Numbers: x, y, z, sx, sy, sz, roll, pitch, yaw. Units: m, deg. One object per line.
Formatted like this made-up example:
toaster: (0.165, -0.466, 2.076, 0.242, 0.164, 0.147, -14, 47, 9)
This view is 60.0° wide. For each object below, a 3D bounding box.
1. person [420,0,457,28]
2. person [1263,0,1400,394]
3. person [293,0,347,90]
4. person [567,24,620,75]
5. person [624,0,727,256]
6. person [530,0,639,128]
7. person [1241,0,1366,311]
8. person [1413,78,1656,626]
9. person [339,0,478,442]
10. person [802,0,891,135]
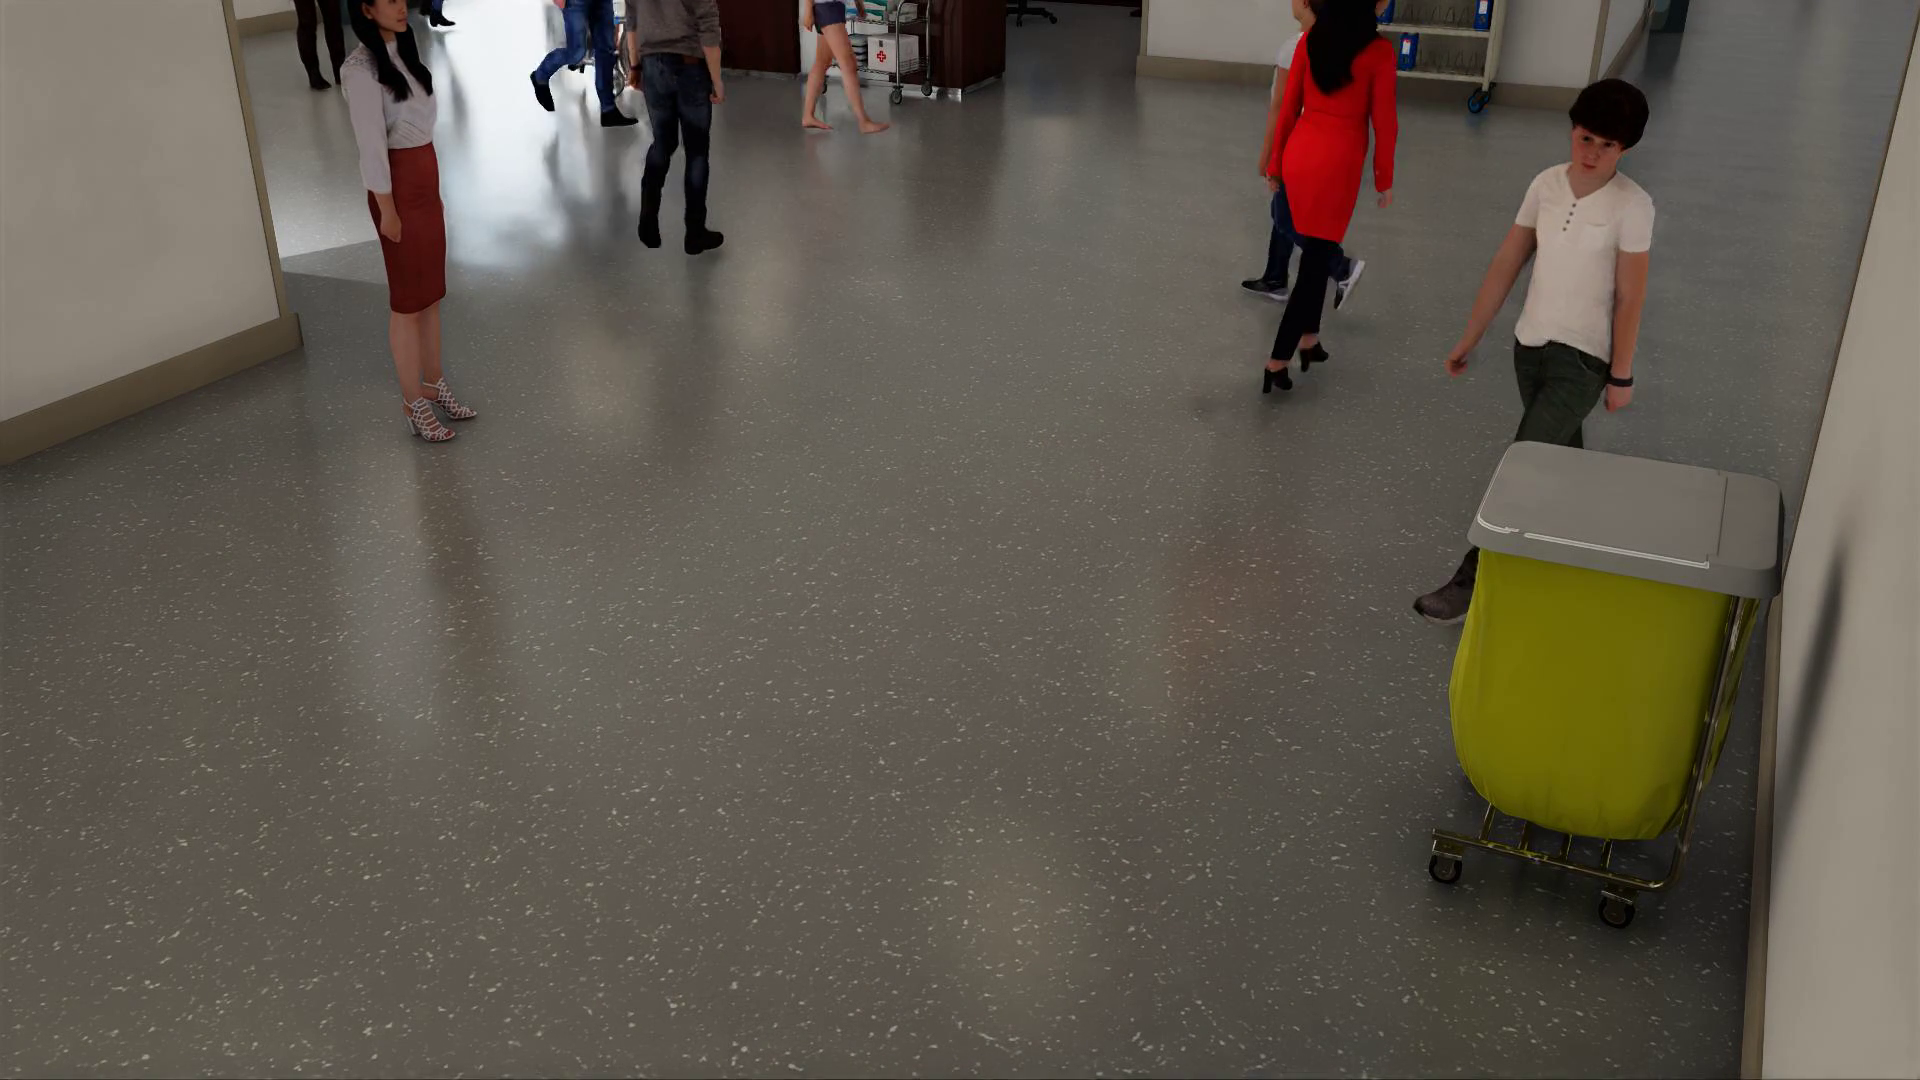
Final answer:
person: (-4.891, -5.589, 15.436, 0.840, 1.602, 0.743, -19, 32, -35)
person: (1.403, -1.404, 6.638, 0.792, 1.706, 0.821, 18, 31, 33)
person: (-4.988, -4.413, 12.702, 0.694, 1.859, 0.739, 18, 31, 32)
person: (-2.908, -4.527, 13.339, 0.971, 1.510, 0.744, 6, 26, 12)
person: (-1.478, -2.338, 8.370, 0.791, 1.883, 0.798, 9, 27, 18)
person: (-2.642, -3.771, 11.356, 1.083, 1.871, 0.720, 14, 29, 26)
person: (1.614, -1.807, 7.662, 0.748, 1.543, 1.001, -22, 34, -38)
person: (1.854, -0.540, 4.949, 1.049, 1.617, 1.052, -11, 28, -22)
person: (-2.076, -1.241, 6.248, 0.615, 1.751, 0.654, 3, 26, 6)
person: (-0.947, -3.585, 11.189, 0.938, 1.683, 0.591, 11, 28, 21)
